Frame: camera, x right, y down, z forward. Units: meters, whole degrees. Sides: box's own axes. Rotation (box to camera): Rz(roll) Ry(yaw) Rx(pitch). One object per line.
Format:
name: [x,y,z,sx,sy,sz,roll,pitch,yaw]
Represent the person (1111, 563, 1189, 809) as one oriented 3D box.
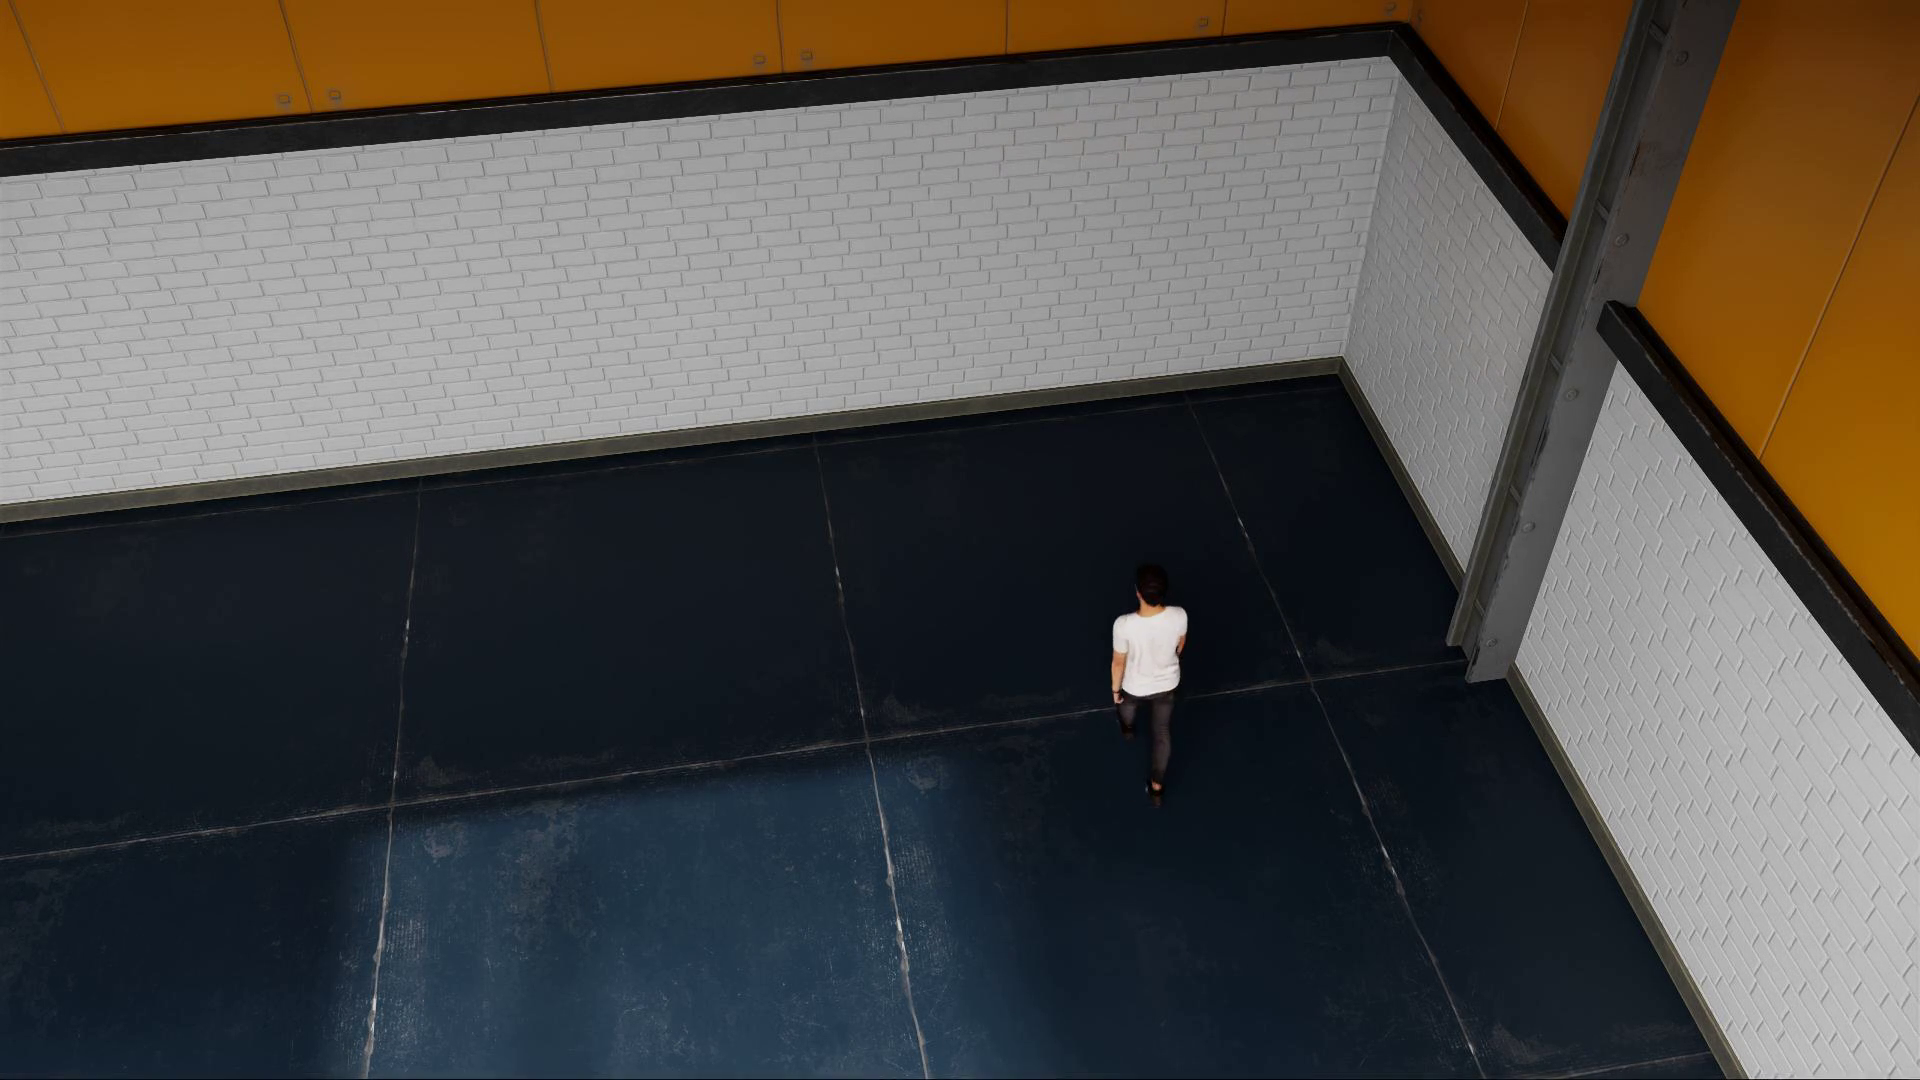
person: [1.157,0.886,9.999,0.700,1.683,1.126,-3,44,-3]
